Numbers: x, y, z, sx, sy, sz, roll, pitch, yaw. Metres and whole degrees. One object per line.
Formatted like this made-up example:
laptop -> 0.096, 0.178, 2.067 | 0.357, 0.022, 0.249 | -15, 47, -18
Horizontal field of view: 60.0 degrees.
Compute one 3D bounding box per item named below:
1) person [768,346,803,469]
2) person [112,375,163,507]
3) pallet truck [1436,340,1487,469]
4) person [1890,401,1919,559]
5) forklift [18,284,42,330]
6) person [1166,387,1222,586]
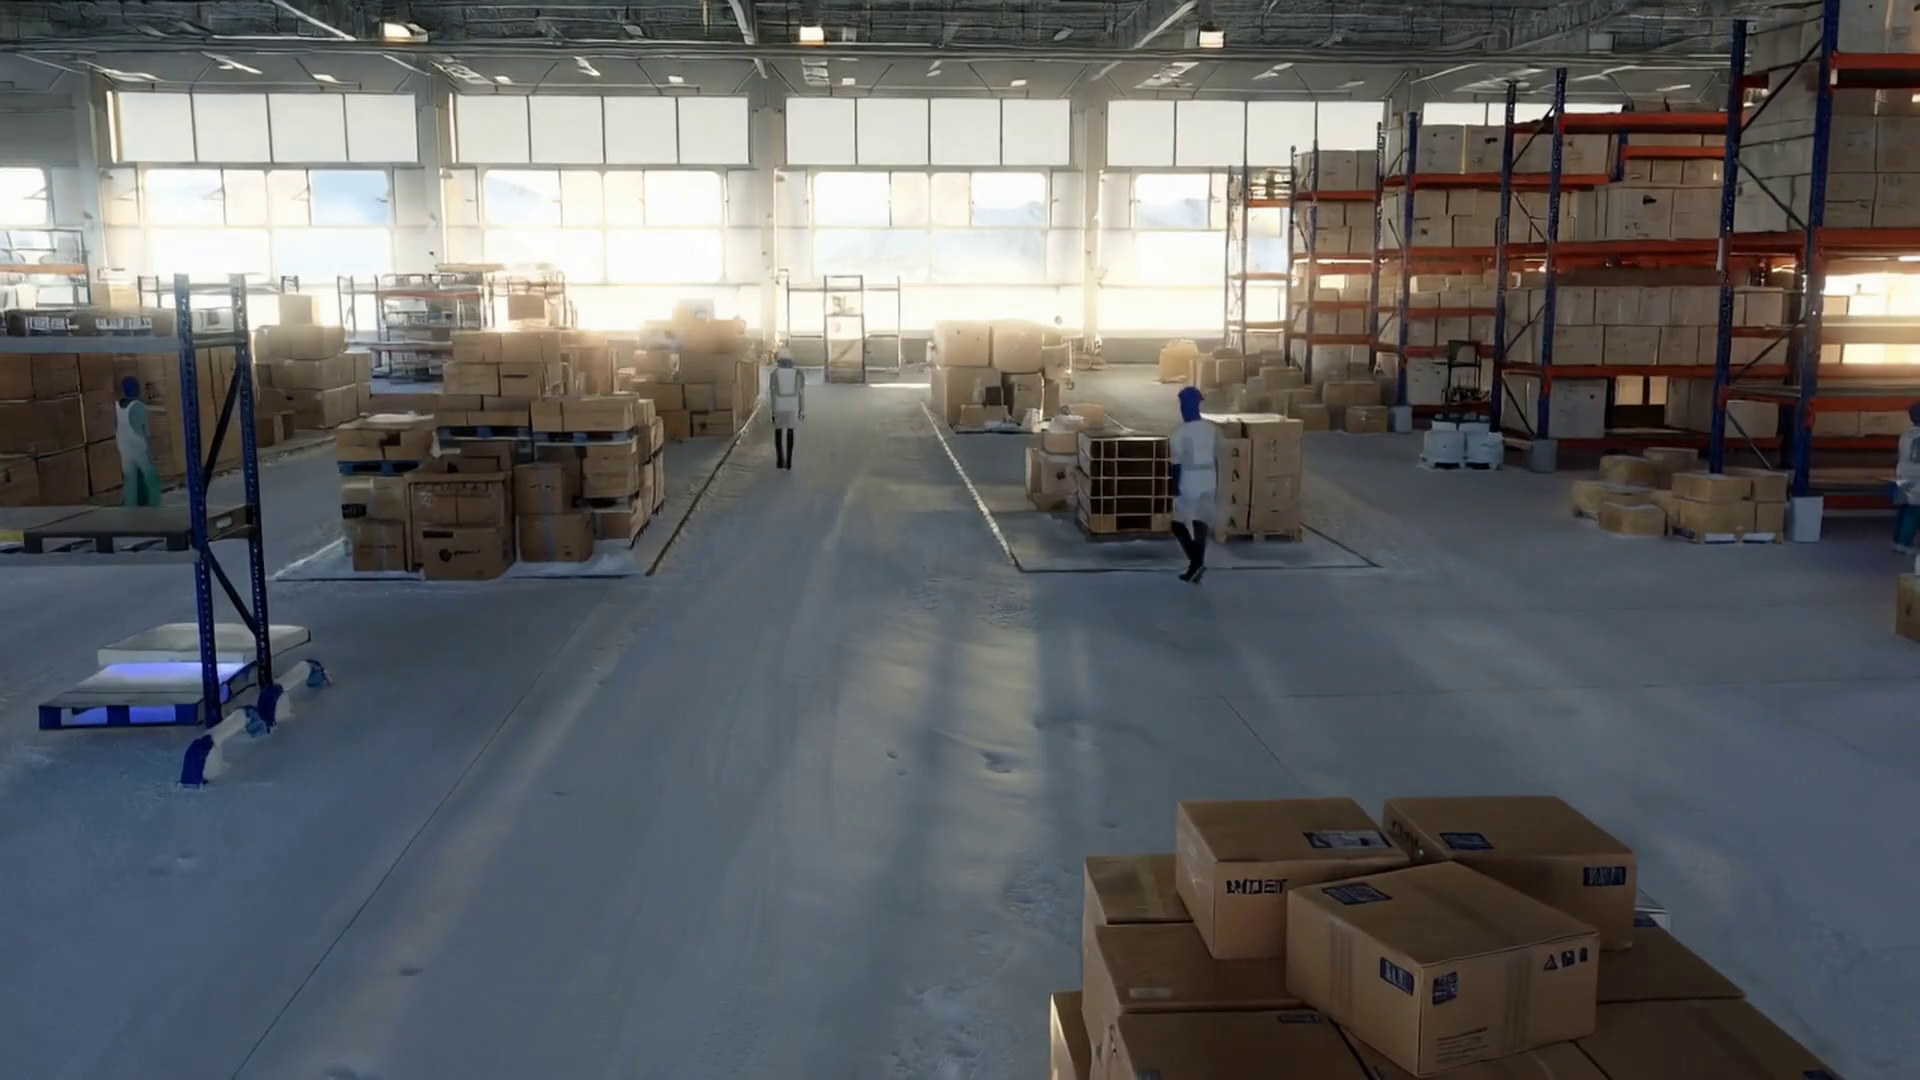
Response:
person -> -2.721, -2.061, 25.980 | 0.551, 1.914, 0.509 | -2, 9, -12
person -> -9.854, -1.072, 20.038 | 0.547, 1.828, 0.682 | 2, 9, 14
pallet truck -> 8.004, -2.170, 26.422 | 0.823, 1.965, 1.885 | 2, 9, 14
person -> 10.205, -0.644, 17.792 | 0.319, 1.692, 0.533 | 1, 9, 5
forklift -> -20.098, -4.148, 36.077 | 1.873, 2.768, 1.129 | -5, 10, -30
person -> 2.279, -0.502, 16.104 | 0.601, 1.943, 0.483 | -5, 10, -27
